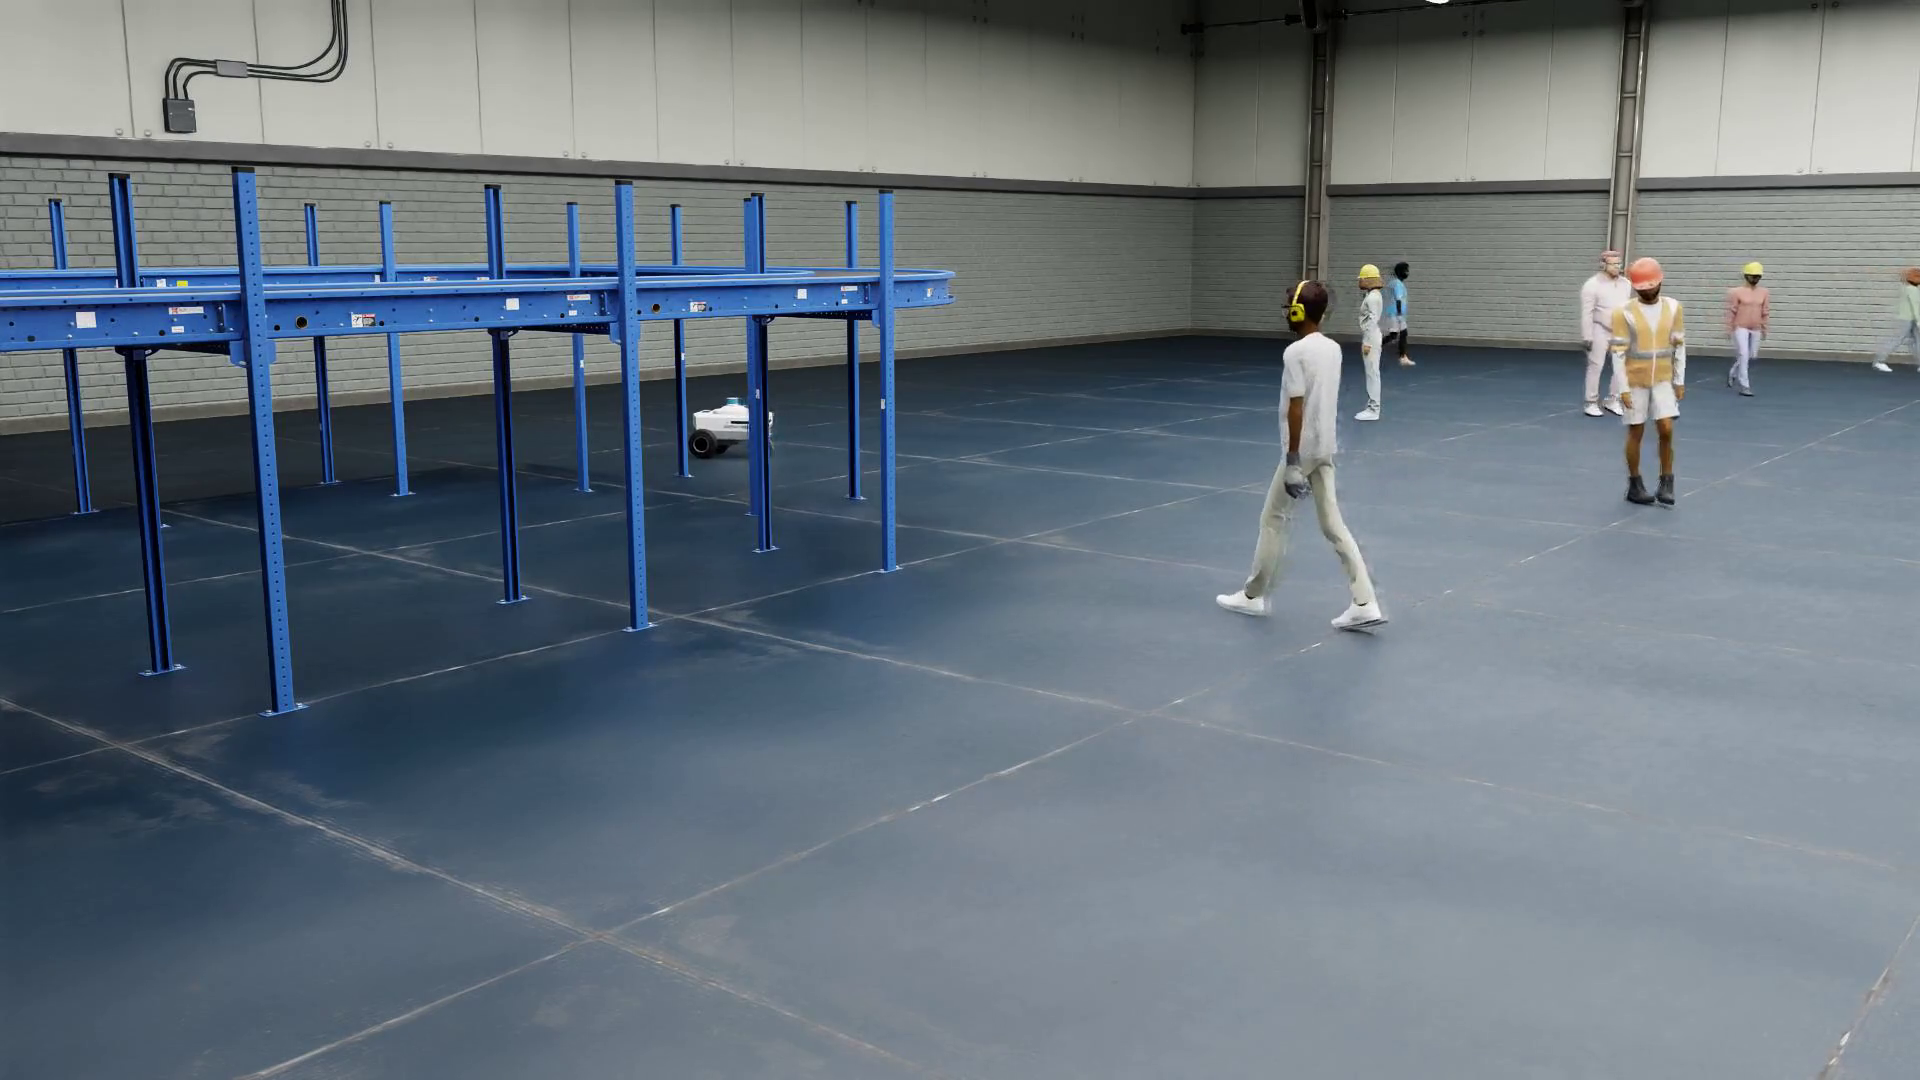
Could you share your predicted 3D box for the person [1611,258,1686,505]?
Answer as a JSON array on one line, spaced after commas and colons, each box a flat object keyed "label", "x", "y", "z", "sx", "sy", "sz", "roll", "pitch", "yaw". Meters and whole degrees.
[{"label": "person", "x": 5.229, "y": -1.196, "z": 12.662, "sx": 0.581, "sy": 1.880, "sz": 0.636, "roll": 1, "pitch": 10, "yaw": 3}]

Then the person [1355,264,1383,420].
[{"label": "person", "x": 4.624, "y": -2.236, "z": 18.818, "sx": 0.324, "sy": 1.740, "sz": 0.492, "roll": 3, "pitch": 11, "yaw": 18}]

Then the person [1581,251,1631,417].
[{"label": "person", "x": 7.428, "y": -2.342, "z": 19.000, "sx": 0.669, "sy": 1.885, "sz": 0.590, "roll": -3, "pitch": 11, "yaw": -15}]

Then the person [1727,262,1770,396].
[{"label": "person", "x": 10.346, "y": -2.794, "z": 21.930, "sx": 0.519, "sy": 1.745, "sz": 0.707, "roll": -1, "pitch": 10, "yaw": -4}]

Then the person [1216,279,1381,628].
[{"label": "person", "x": 1.846, "y": -0.457, "z": 8.761, "sx": 0.542, "sy": 1.824, "sz": 0.991, "roll": -10, "pitch": 14, "yaw": -42}]

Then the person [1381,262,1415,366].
[{"label": "person", "x": 6.974, "y": -3.645, "z": 26.839, "sx": 0.731, "sy": 1.672, "sz": 0.529, "roll": 3, "pitch": 11, "yaw": 16}]

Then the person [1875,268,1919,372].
[{"label": "person", "x": 14.587, "y": -3.374, "z": 25.545, "sx": 0.864, "sy": 1.589, "sz": 0.518, "roll": 5, "pitch": 11, "yaw": 26}]

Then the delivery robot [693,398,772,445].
[{"label": "delivery robot", "x": -2.137, "y": -1.098, "z": 15.659, "sx": 0.707, "sy": 0.478, "sz": 0.477, "roll": 2, "pitch": 10, "yaw": 9}]
